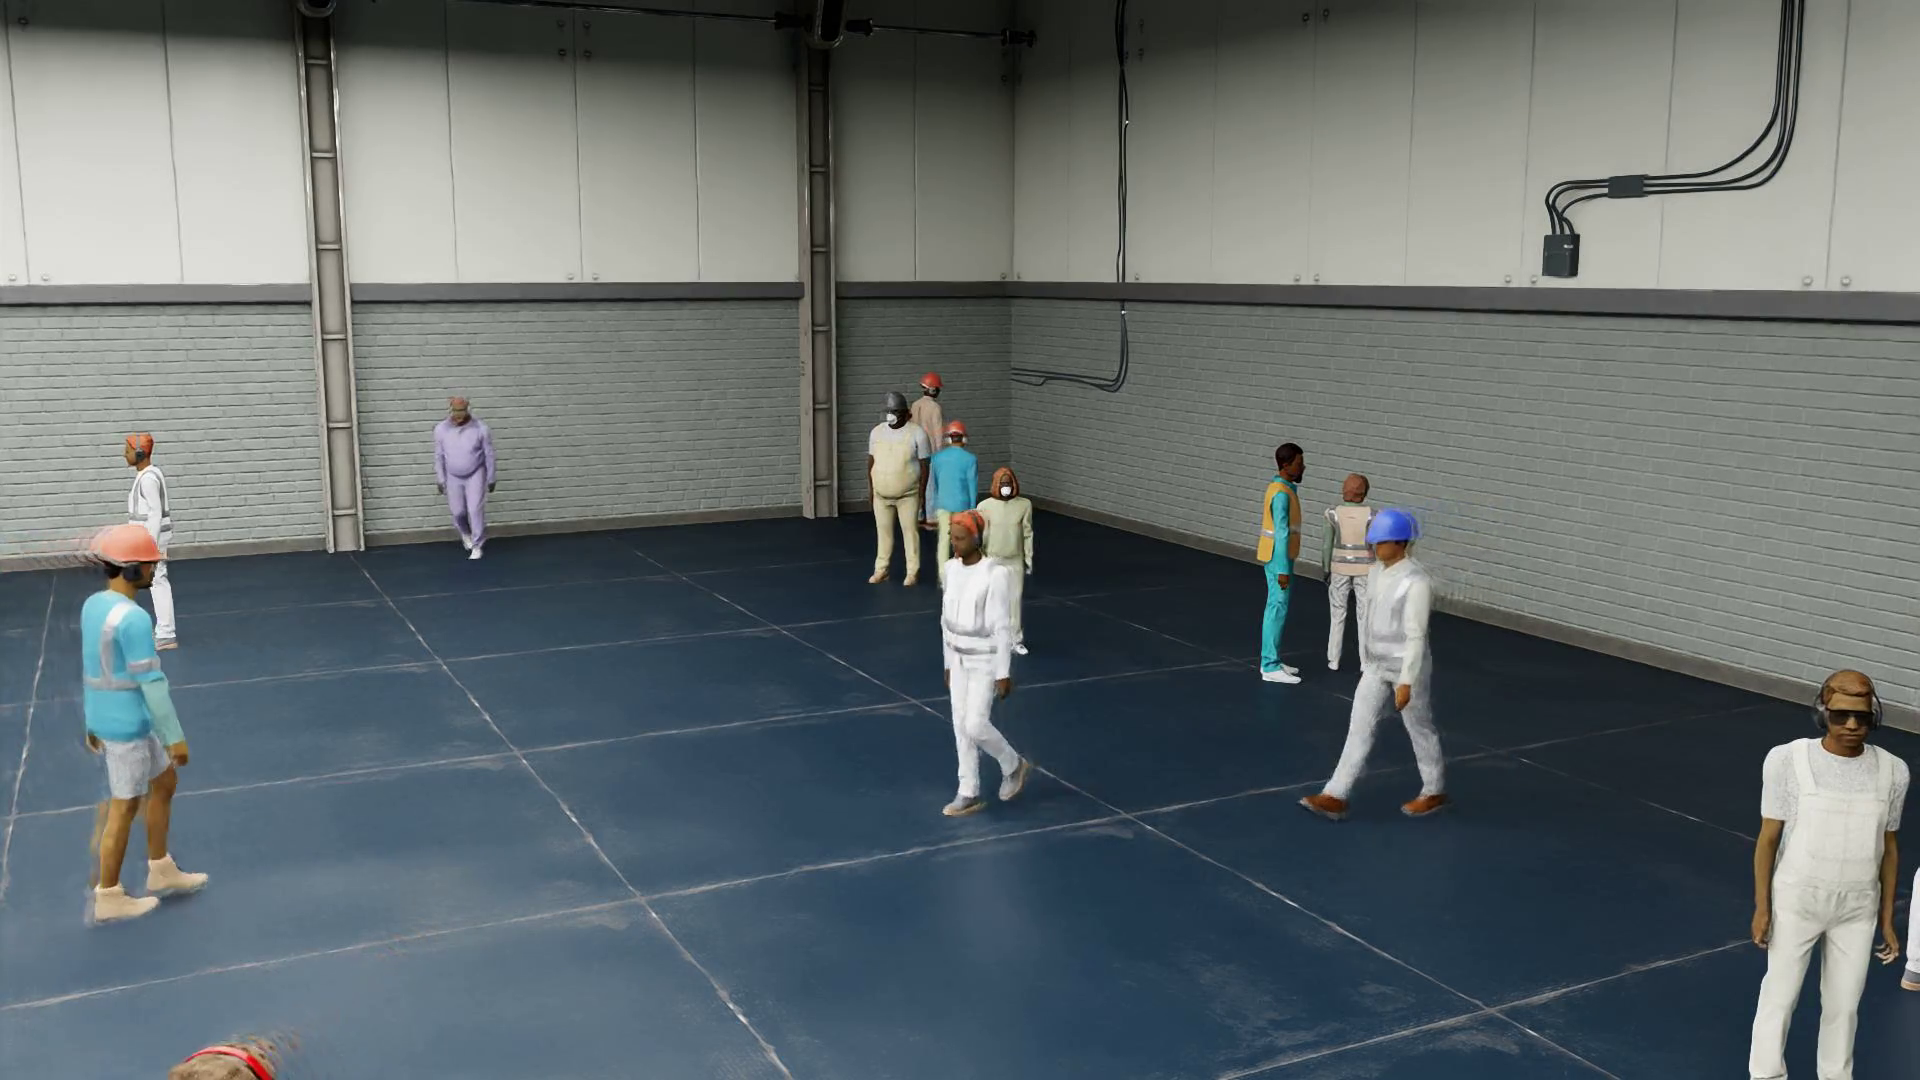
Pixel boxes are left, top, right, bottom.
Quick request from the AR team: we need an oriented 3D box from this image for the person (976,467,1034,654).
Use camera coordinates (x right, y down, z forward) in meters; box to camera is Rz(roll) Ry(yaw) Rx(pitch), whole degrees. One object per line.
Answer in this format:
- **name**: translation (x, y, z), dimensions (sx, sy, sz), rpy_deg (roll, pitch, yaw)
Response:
- **person**: translation (0.381, 0.184, 14.177), dimensions (0.498, 1.627, 0.280), rpy_deg (-2, 9, -13)

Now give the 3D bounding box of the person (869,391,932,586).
- **person**: translation (-0.667, -0.536, 17.333), dimensions (0.684, 2.000, 0.535), rpy_deg (4, 10, 22)

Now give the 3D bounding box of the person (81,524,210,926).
- **person**: translation (-4.129, 0.916, 8.460), dimensions (0.769, 2.012, 0.647), rpy_deg (-8, 12, -42)

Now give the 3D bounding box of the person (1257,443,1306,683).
- **person**: translation (2.569, 0.174, 13.332), dimensions (0.375, 1.917, 0.598), rpy_deg (2, 9, 10)

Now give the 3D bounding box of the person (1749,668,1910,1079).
- **person**: translation (3.205, 1.374, 6.159), dimensions (0.506, 1.847, 0.343), rpy_deg (2, 9, 11)

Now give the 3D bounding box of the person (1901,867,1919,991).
- **person**: translation (4.451, 1.160, 7.362), dimensions (0.337, 1.882, 0.583), rpy_deg (2, 9, 10)

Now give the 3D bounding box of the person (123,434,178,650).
- **person**: translation (-7.012, 0.015, 14.414), dimensions (0.337, 1.882, 0.585), rpy_deg (-4, 10, -26)

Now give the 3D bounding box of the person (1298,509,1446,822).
- **person**: translation (2.523, 0.755, 9.829), dimensions (1.014, 1.887, 0.630), rpy_deg (-4, 10, -21)

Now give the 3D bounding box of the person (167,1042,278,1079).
- **person**: translation (-1.367, 1.843, 3.320), dimensions (0.586, 1.826, 0.475), rpy_deg (0, 9, 2)

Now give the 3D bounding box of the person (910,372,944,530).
- **person**: translation (-0.386, -1.129, 21.126), dimensions (0.396, 1.992, 0.623), rpy_deg (-7, 11, -36)

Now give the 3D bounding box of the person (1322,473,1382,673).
- **person**: translation (3.206, 0.276, 13.562), dimensions (0.514, 1.641, 0.307), rpy_deg (3, 10, 18)

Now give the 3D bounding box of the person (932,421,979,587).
- **person**: translation (0.003, -0.388, 17.467), dimensions (0.550, 1.702, 0.839), rpy_deg (4, 10, 23)

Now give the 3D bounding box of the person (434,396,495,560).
- **person**: translation (-5.635, -0.728, 19.009), dimensions (0.672, 1.878, 0.596), rpy_deg (0, 9, -3)

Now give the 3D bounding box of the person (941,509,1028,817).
- **person**: translation (0.125, 0.735, 10.024), dimensions (0.491, 1.868, 0.604), rpy_deg (-8, 12, -41)
